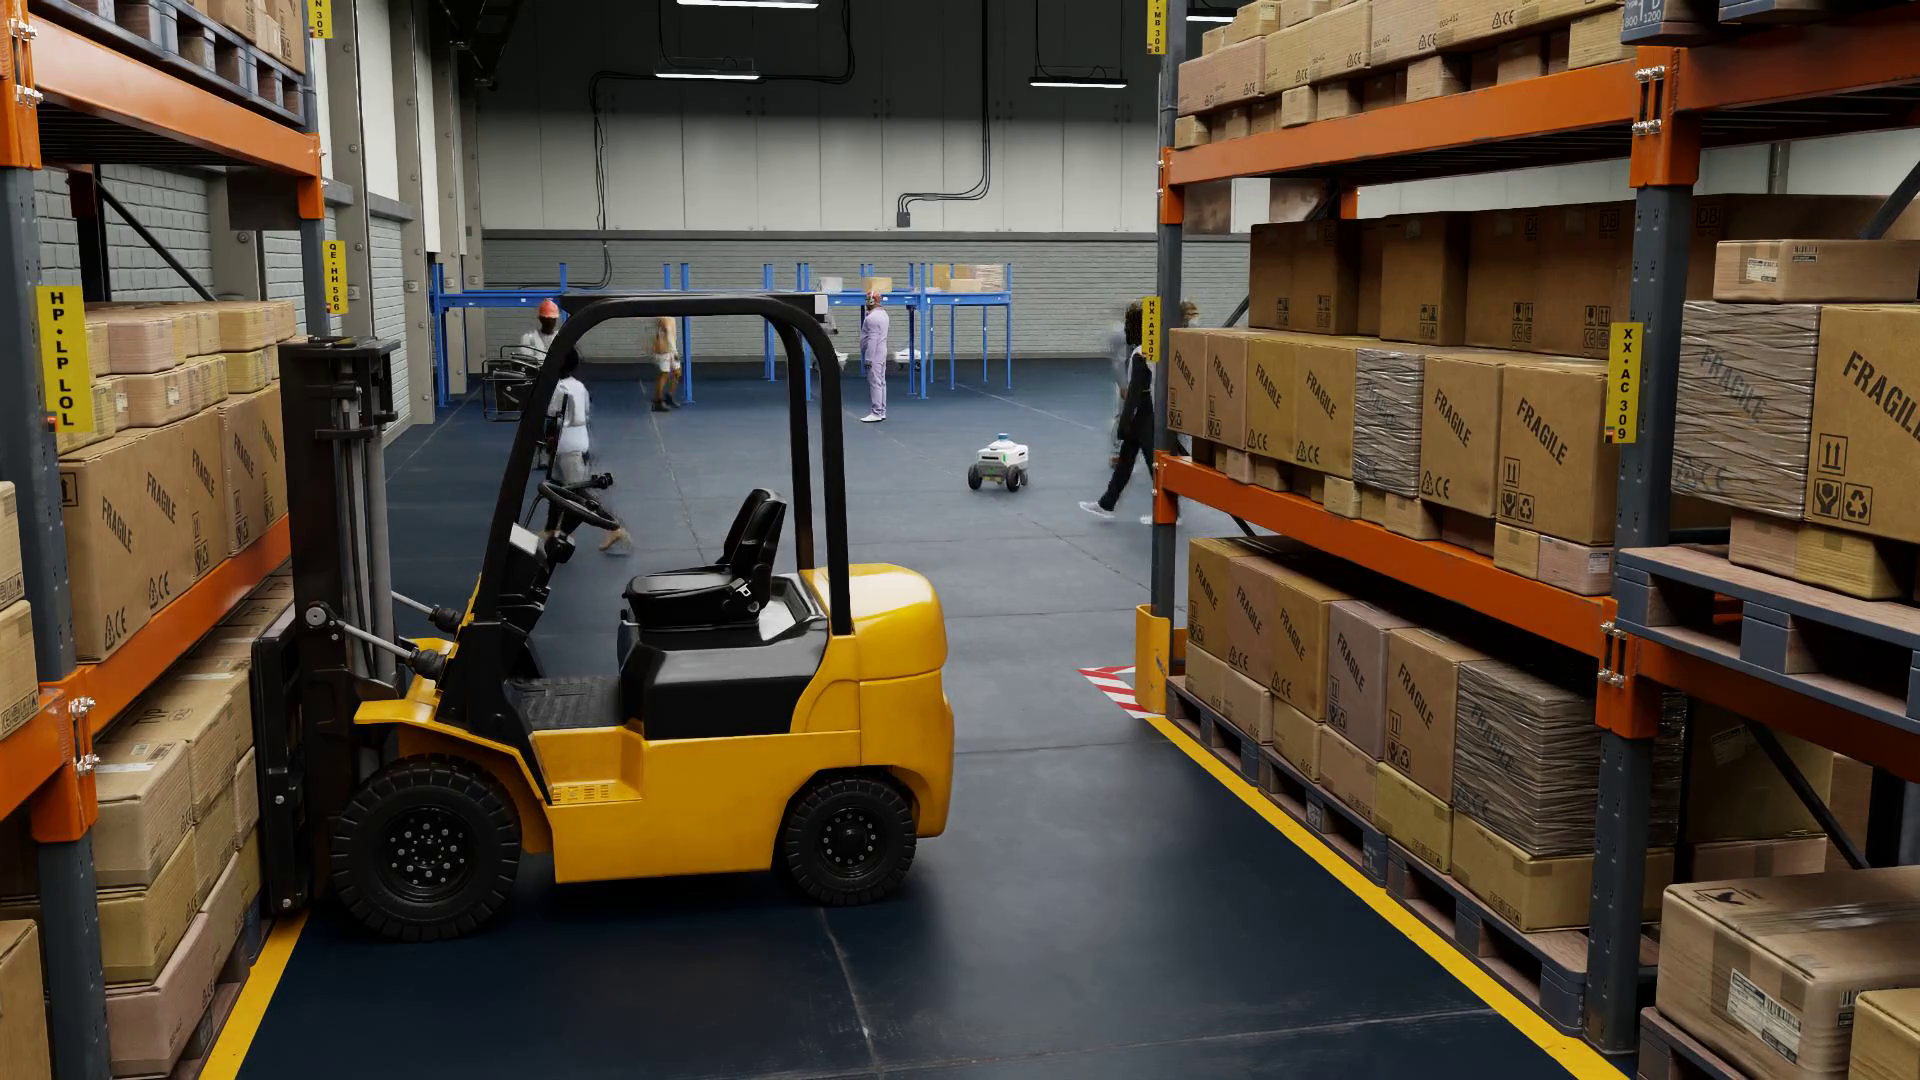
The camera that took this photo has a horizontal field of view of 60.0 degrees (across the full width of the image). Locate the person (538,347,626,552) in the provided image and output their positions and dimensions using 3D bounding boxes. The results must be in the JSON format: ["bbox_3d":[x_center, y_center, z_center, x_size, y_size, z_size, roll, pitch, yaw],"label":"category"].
[{"bbox_3d":[-3.062,-0.734,13.181,0.860,1.661,0.532,1,9,6],"label":"person"}]

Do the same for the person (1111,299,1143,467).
[{"bbox_3d":[2.003,-1.713,18.431,0.647,1.888,0.995,-7,12,-37],"label":"person"}]

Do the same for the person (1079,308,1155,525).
[{"bbox_3d":[1.475,-1.076,14.583,0.938,1.876,0.624,2,10,12],"label":"person"}]

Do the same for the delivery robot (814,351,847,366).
[{"bbox_3d":[-2.787,-3.924,35.829,0.707,0.478,0.477,1,9,3],"label":"delivery robot"}]

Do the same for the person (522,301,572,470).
[{"bbox_3d":[-4.521,-1.675,18.270,0.547,1.890,1.011,-3,10,-18],"label":"person"}]

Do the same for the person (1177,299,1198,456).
[{"bbox_3d":[2.268,-1.461,16.803,0.652,1.920,0.519,-7,12,-37],"label":"person"}]

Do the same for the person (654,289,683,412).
[{"bbox_3d":[-4.559,-2.964,26.049,0.578,1.902,0.554,0,9,0],"label":"person"}]

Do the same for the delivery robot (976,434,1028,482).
[{"bbox_3d":[0.436,-0.848,17.079,0.477,0.478,0.707,4,10,22],"label":"delivery robot"}]

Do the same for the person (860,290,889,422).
[{"bbox_3d":[-1.264,-2.689,24.345,0.410,1.909,0.643,2,10,12],"label":"person"}]

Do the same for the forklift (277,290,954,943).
[{"bbox_3d":[-1.179,0.175,6.143,2.313,2.155,1.214,-2,10,-12],"label":"forklift"}]

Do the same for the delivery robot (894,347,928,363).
[{"bbox_3d":[-1.072,-4.029,36.465,0.707,0.478,0.477,2,10,11],"label":"delivery robot"}]

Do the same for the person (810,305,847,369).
[{"bbox_3d":[-2.932,-4.675,36.546,0.982,1.877,0.591,3,10,15],"label":"person"}]
